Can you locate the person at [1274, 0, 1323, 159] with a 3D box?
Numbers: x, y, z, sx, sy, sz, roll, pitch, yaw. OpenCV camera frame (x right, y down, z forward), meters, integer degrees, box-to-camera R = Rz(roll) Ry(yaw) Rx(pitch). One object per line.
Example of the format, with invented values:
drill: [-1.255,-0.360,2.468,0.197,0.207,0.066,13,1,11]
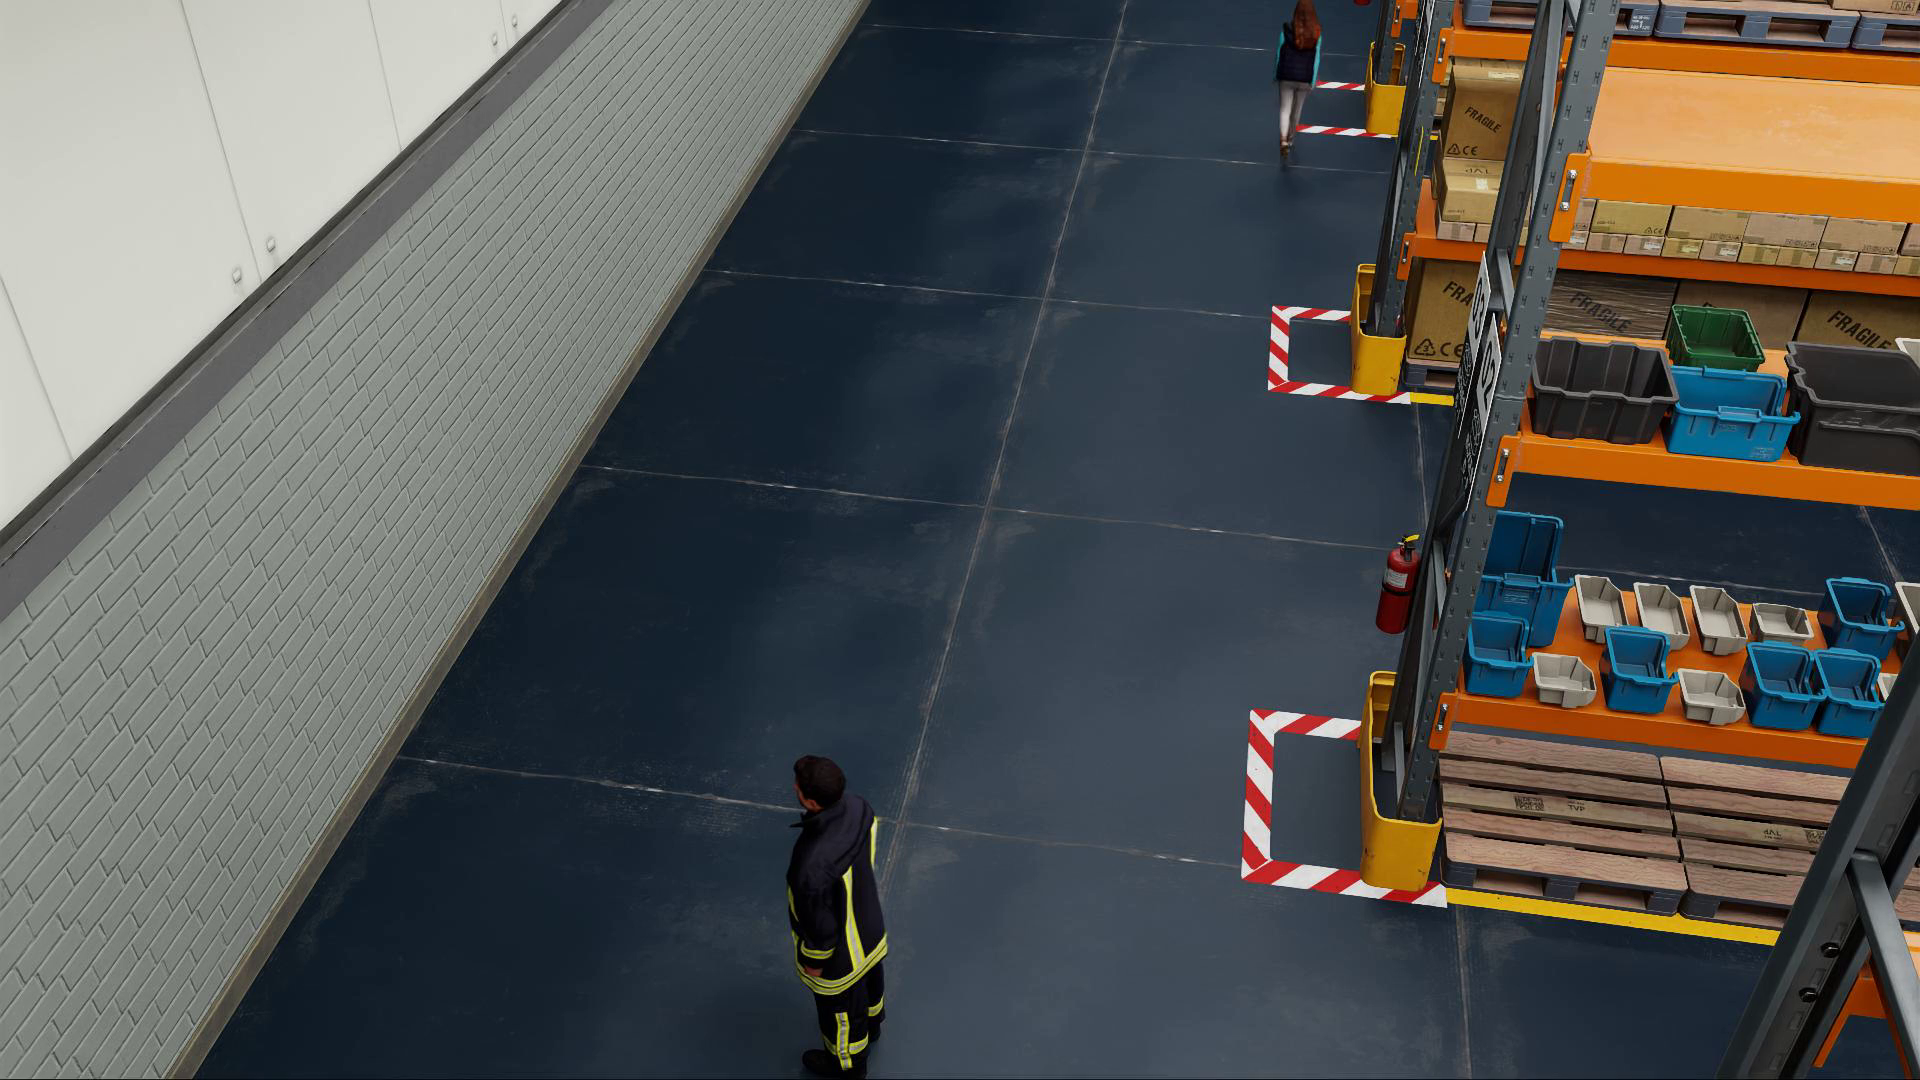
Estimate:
person: [3.172,-4.344,15.735,0.858,1.474,0.629,7,38,9]

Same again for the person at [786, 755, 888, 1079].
person: [-0.542,1.694,7.420,0.711,1.925,0.825,11,39,15]
